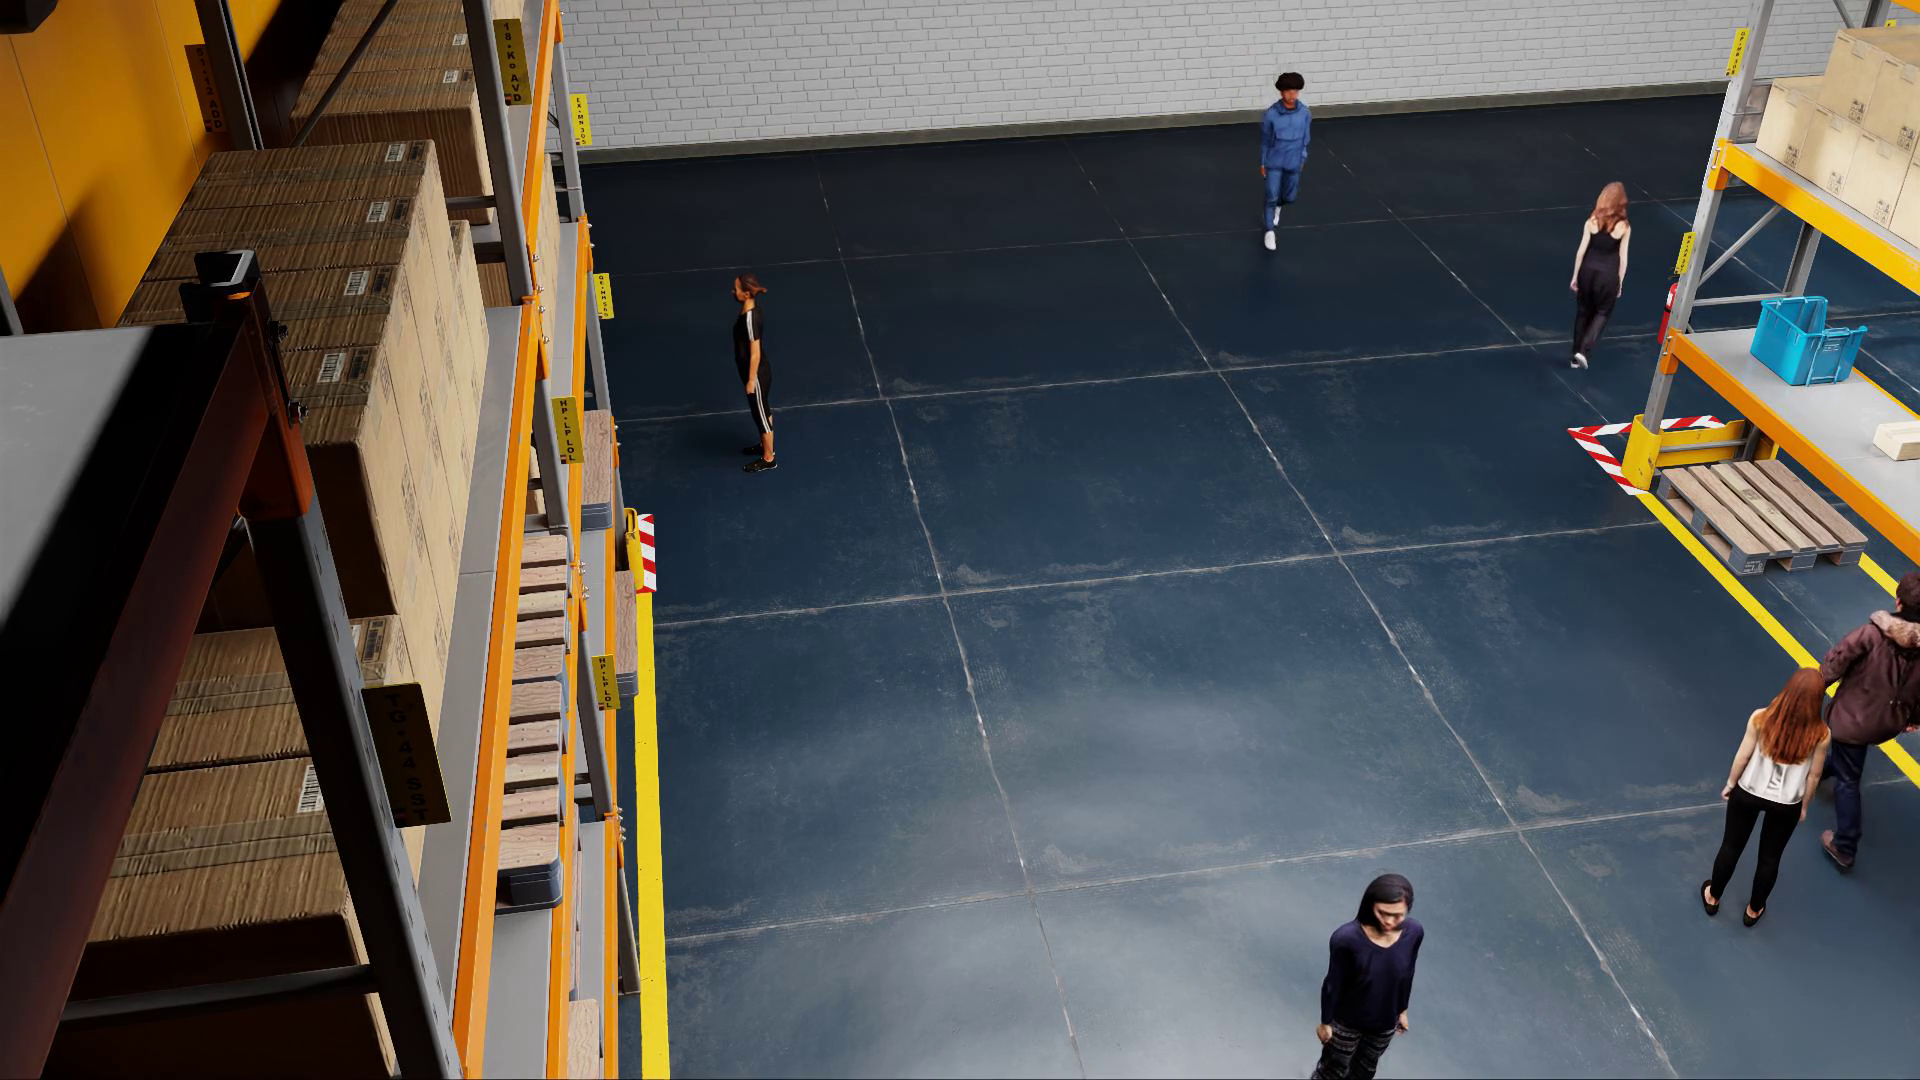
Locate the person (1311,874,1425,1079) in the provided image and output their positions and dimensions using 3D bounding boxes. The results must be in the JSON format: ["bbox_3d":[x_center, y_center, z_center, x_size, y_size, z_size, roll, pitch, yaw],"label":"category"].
[{"bbox_3d":[1.893,2.189,7.795,0.601,1.732,0.496,-6,34,-9],"label":"person"}]

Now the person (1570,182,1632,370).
[{"bbox_3d":[5.526,-2.243,14.457,0.847,1.739,0.923,18,38,25],"label":"person"}]

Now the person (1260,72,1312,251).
[{"bbox_3d":[3.243,-3.883,16.876,0.735,1.793,0.899,-2,34,-3],"label":"person"}]

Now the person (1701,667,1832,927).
[{"bbox_3d":[4.380,1.391,9.006,0.653,1.721,0.685,16,37,23],"label":"person"}]

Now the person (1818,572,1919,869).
[{"bbox_3d":[5.185,1.060,9.445,0.866,1.787,1.226,-1,34,-2],"label":"person"}]

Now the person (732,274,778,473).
[{"bbox_3d":[-1.622,-1.338,13.160,0.649,1.669,0.445,-4,34,-6],"label":"person"}]
